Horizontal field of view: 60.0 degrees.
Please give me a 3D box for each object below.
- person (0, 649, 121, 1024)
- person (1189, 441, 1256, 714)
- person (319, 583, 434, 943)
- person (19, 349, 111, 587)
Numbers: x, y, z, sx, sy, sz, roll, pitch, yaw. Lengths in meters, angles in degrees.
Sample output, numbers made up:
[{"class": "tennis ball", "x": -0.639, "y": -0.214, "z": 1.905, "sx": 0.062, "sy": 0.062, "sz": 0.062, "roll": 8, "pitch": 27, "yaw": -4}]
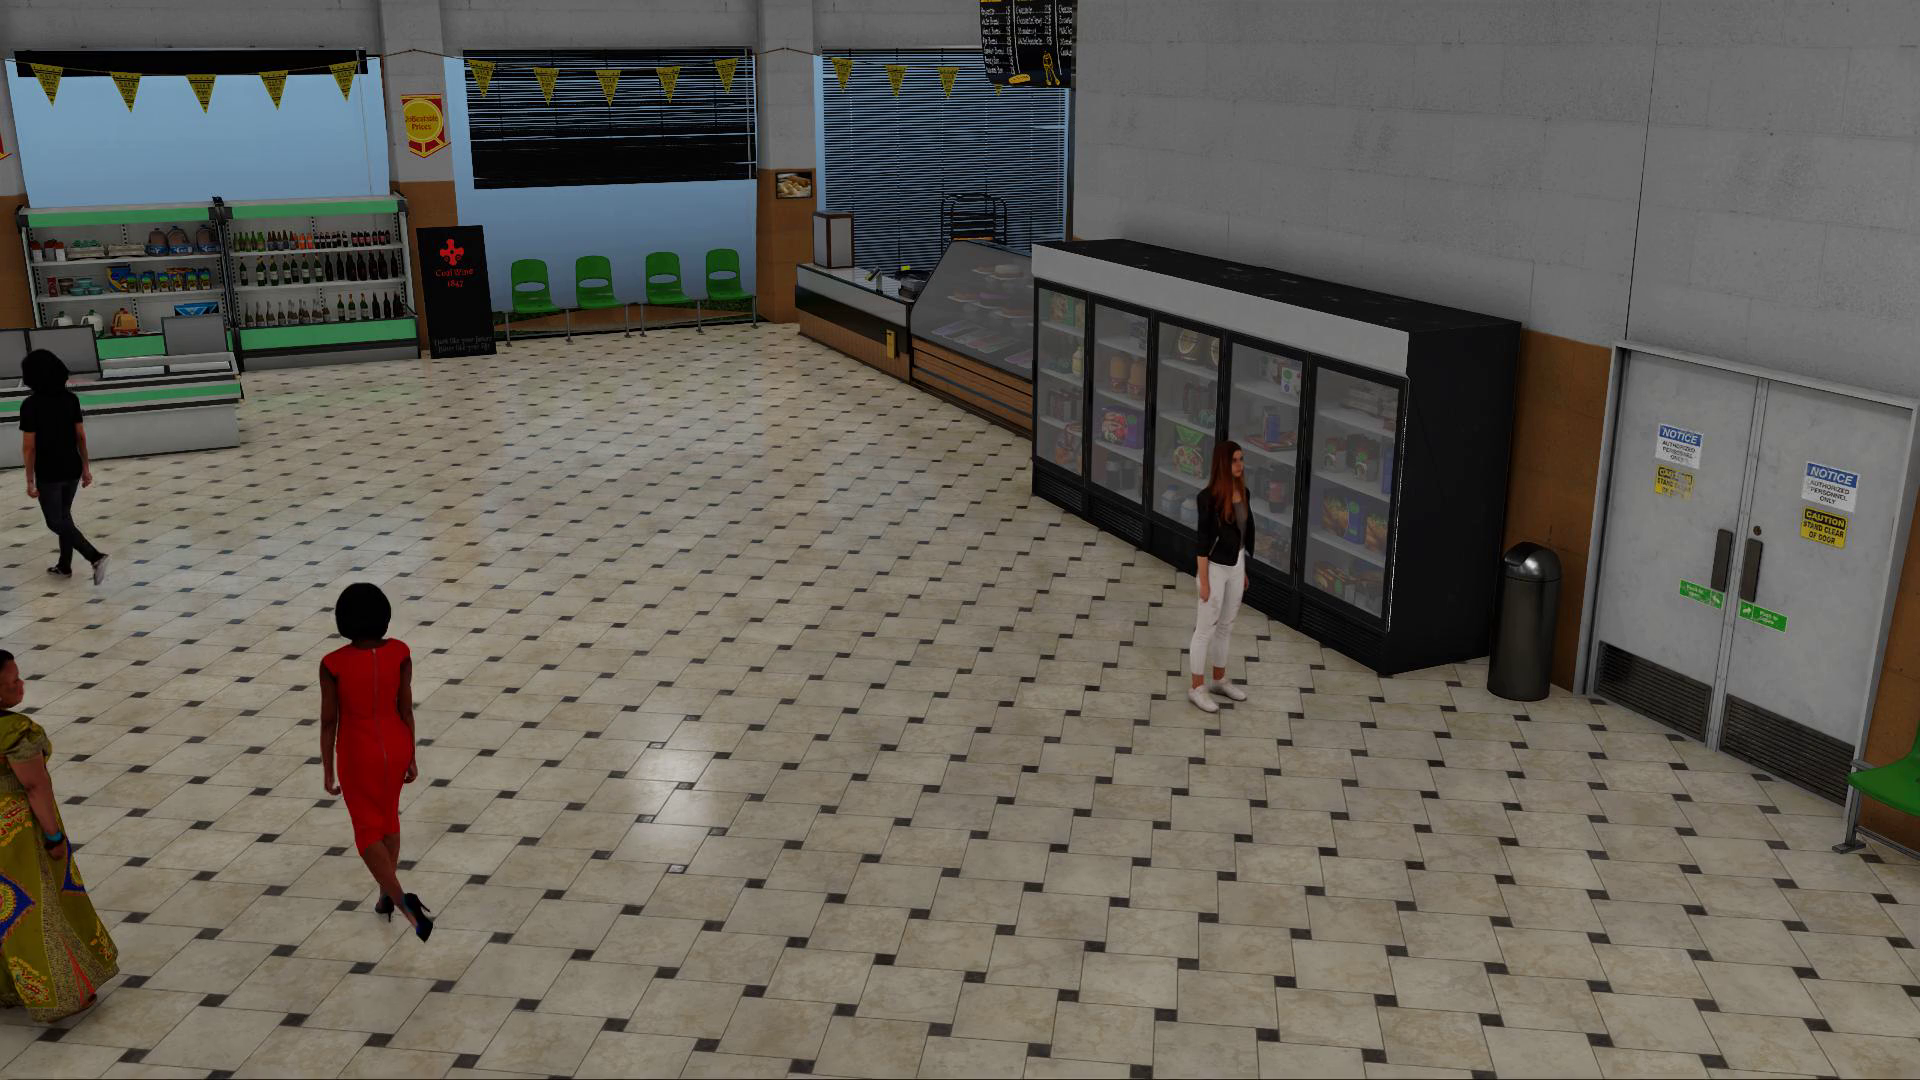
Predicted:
[{"class": "person", "x": -4.020, "y": 1.247, "z": 7.059, "sx": 0.998, "sy": 1.658, "sz": 1.043, "roll": 7, "pitch": 18, "yaw": 23}, {"class": "person", "x": 1.631, "y": 0.203, "z": 10.418, "sx": 0.544, "sy": 1.704, "sz": 0.706, "roll": -14, "pitch": 22, "yaw": -38}, {"class": "person", "x": -2.635, "y": 1.059, "z": 7.570, "sx": 0.999, "sy": 1.721, "sz": 0.808, "roll": -13, "pitch": 21, "yaw": -37}, {"class": "person", "x": -6.809, "y": -0.499, "z": 12.631, "sx": 1.084, "sy": 1.761, "sz": 1.074, "roll": 9, "pitch": 19, "yaw": 26}]
